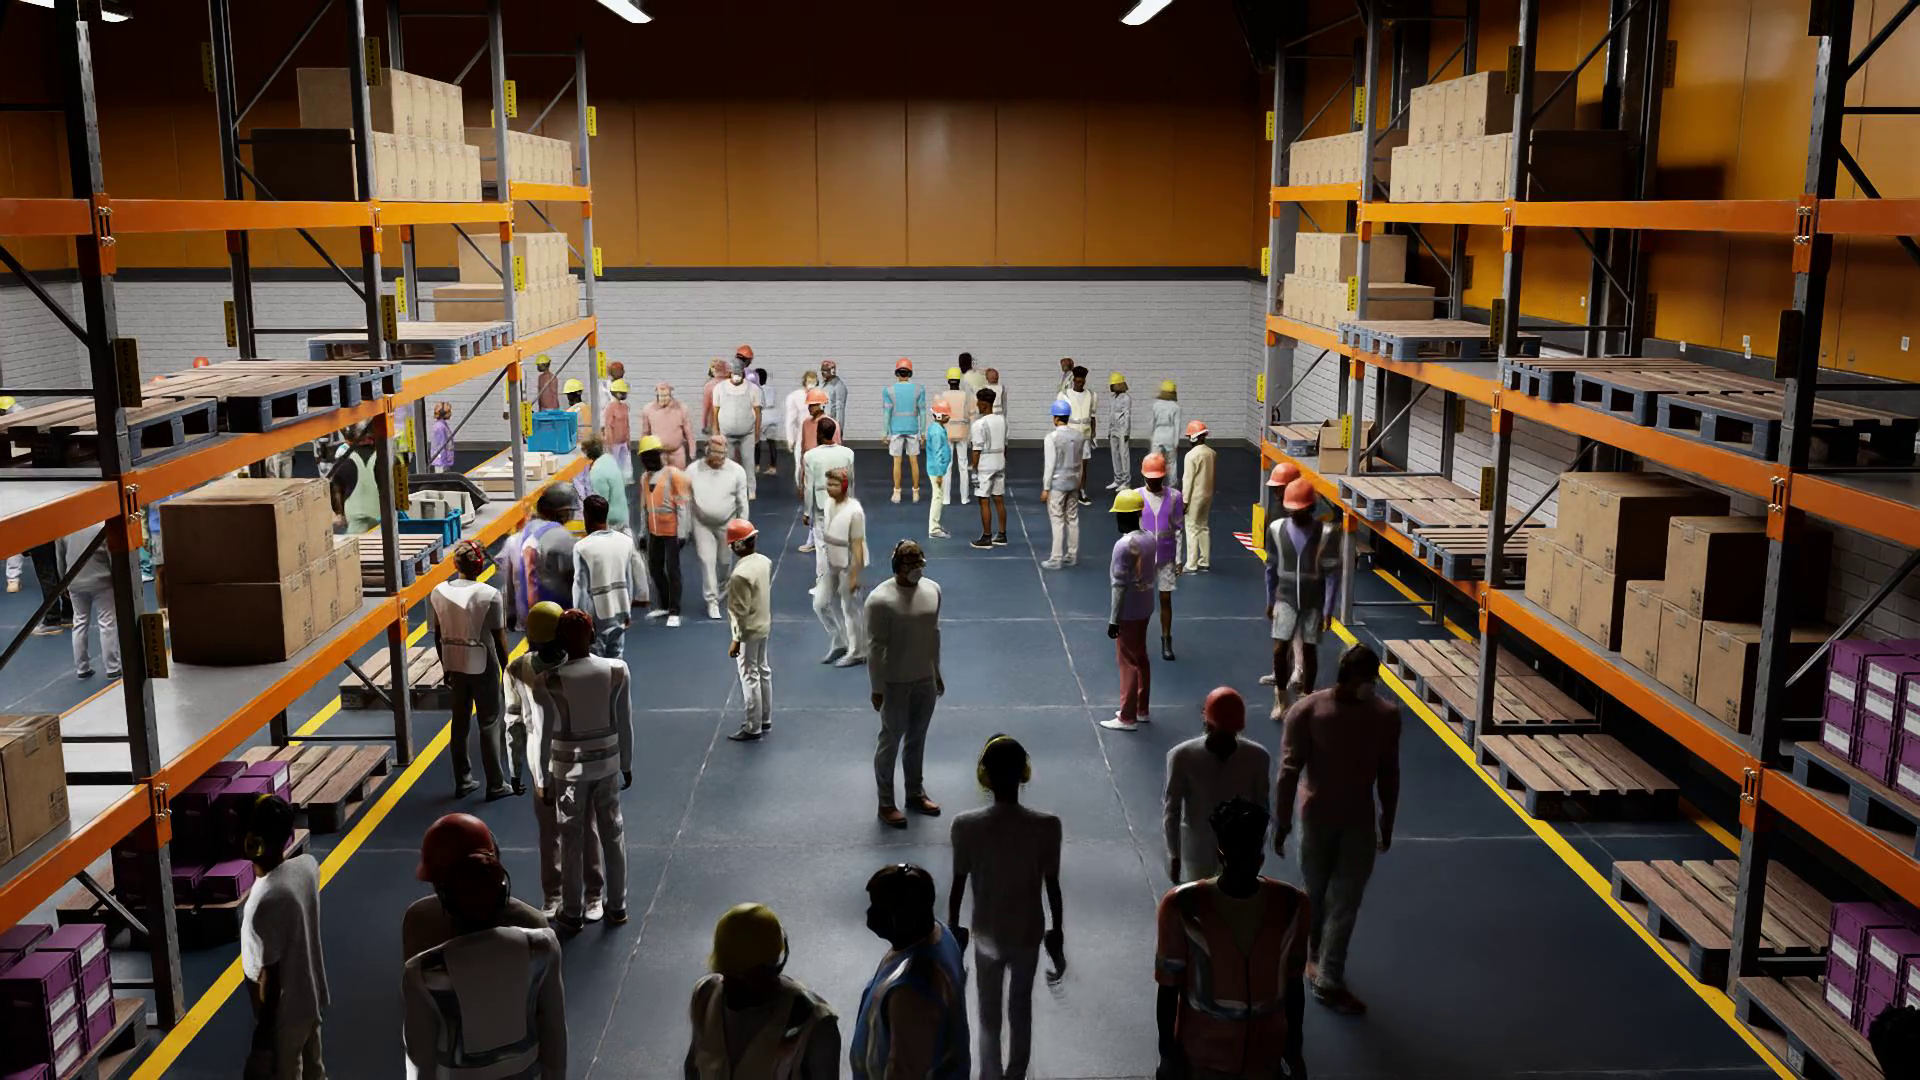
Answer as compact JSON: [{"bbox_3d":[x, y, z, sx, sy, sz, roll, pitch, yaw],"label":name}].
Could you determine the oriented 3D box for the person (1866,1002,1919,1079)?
[{"bbox_3d":[2.582,2.222,4.674,0.366,1.967,0.602,10,15,40],"label":"person"}]

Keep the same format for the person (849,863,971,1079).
[{"bbox_3d":[-0.177,2.034,5.972,0.431,1.836,0.618,1,11,3],"label":"person"}]

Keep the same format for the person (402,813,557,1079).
[{"bbox_3d":[-1.755,1.935,6.076,0.620,1.986,0.408,3,12,14],"label":"person"}]

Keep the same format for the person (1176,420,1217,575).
[{"bbox_3d":[2.671,-0.485,18.827,0.350,1.739,0.574,9,14,38],"label":"person"}]

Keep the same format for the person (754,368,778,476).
[{"bbox_3d":[-3.059,-1.822,25.706,0.644,1.654,0.549,8,14,34],"label":"person"}]

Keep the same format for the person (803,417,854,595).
[{"bbox_3d":[-1.393,-0.345,17.672,0.592,1.919,0.392,-7,13,-30],"label":"person"}]

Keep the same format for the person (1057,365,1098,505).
[{"bbox_3d":[1.626,-1.449,23.104,0.601,1.959,0.380,-3,12,-17],"label":"person"}]

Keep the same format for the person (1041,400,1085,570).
[{"bbox_3d":[1.163,-0.637,19.063,0.614,1.943,0.409,-11,15,-43],"label":"person"}]

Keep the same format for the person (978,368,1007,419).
[{"bbox_3d":[0.505,-1.862,25.974,0.514,1.642,0.310,-6,13,-28],"label":"person"}]

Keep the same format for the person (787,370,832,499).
[{"bbox_3d":[-2.081,-1.405,22.982,0.638,1.924,0.737,-3,12,-13],"label":"person"}]

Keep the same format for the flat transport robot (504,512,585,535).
[{"bbox_3d":[-5.031,-0.210,21.137,1.431,0.197,0.652,0,11,2],"label":"flat transport robot"}]

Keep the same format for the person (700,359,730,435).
[{"bbox_3d":[-3.596,-1.768,24.911,0.682,1.869,0.849,-8,14,-36],"label":"person"}]

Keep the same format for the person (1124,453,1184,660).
[{"bbox_3d":[1.765,0.153,15.169,0.549,1.924,0.386,0,11,-2],"label":"person"}]

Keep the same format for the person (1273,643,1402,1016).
[{"bbox_3d":[1.947,1.458,8.679,0.701,1.901,0.694,0,11,-2],"label":"person"}]

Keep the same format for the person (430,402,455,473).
[{"bbox_3d":[-6.693,-0.975,21.557,0.318,1.632,0.520,-3,12,-15],"label":"person"}]

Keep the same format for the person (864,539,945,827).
[{"bbox_3d":[-0.358,0.939,11.182,0.636,1.938,0.355,-10,15,-42],"label":"person"}]

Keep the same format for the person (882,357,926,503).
[{"bbox_3d":[-0.787,-1.540,23.350,0.615,2.041,0.392,-2,11,-10],"label":"person"}]

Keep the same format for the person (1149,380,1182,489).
[{"bbox_3d":[2.895,-1.415,23.579,0.490,1.702,0.880,4,12,21],"label":"person"}]

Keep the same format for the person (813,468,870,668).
[{"bbox_3d":[-1.079,0.254,14.889,0.513,1.824,0.603,-8,14,-34],"label":"person"}]

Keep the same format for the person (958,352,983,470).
[{"bbox_3d":[0.207,-1.999,26.032,0.441,1.891,0.690,5,13,25],"label":"person"}]

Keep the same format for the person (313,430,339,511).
[{"bbox_3d":[-8.553,-1.198,22.415,0.320,1.738,0.483,3,12,16],"label":"person"}]

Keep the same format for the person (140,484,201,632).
[{"bbox_3d":[-7.682,-0.111,16.226,0.602,2.035,0.404,-7,13,-32],"label":"person"}]

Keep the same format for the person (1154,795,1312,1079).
[{"bbox_3d":[1.026,1.904,6.273,0.607,1.966,0.367,-2,11,-9],"label":"person"}]

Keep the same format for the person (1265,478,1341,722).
[{"bbox_3d":[2.700,0.496,13.217,0.608,2.017,0.596,5,12,23],"label":"person"}]

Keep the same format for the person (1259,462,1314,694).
[{"bbox_3d":[2.775,0.322,14.180,0.421,1.986,0.607,-4,12,-20],"label":"person"}]

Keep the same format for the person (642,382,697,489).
[{"bbox_3d":[-3.780,-1.122,21.668,0.712,1.876,0.558,-1,11,-5],"label":"person"}]

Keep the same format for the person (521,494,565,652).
[{"bbox_3d":[-3.239,0.569,13.131,0.409,1.907,0.598,2,11,11],"label":"person"}]

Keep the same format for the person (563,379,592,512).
[{"bbox_3d":[-4.973,-1.139,21.674,0.397,1.913,0.592,3,12,13],"label":"person"}]

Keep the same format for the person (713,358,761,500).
[{"bbox_3d":[-3.151,-1.569,23.500,0.681,2.000,0.535,-1,11,-5],"label":"person"}]

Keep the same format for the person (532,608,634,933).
[{"bbox_3d":[-2.138,1.309,9.481,0.575,1.880,0.359,-6,13,-28],"label":"person"}]
